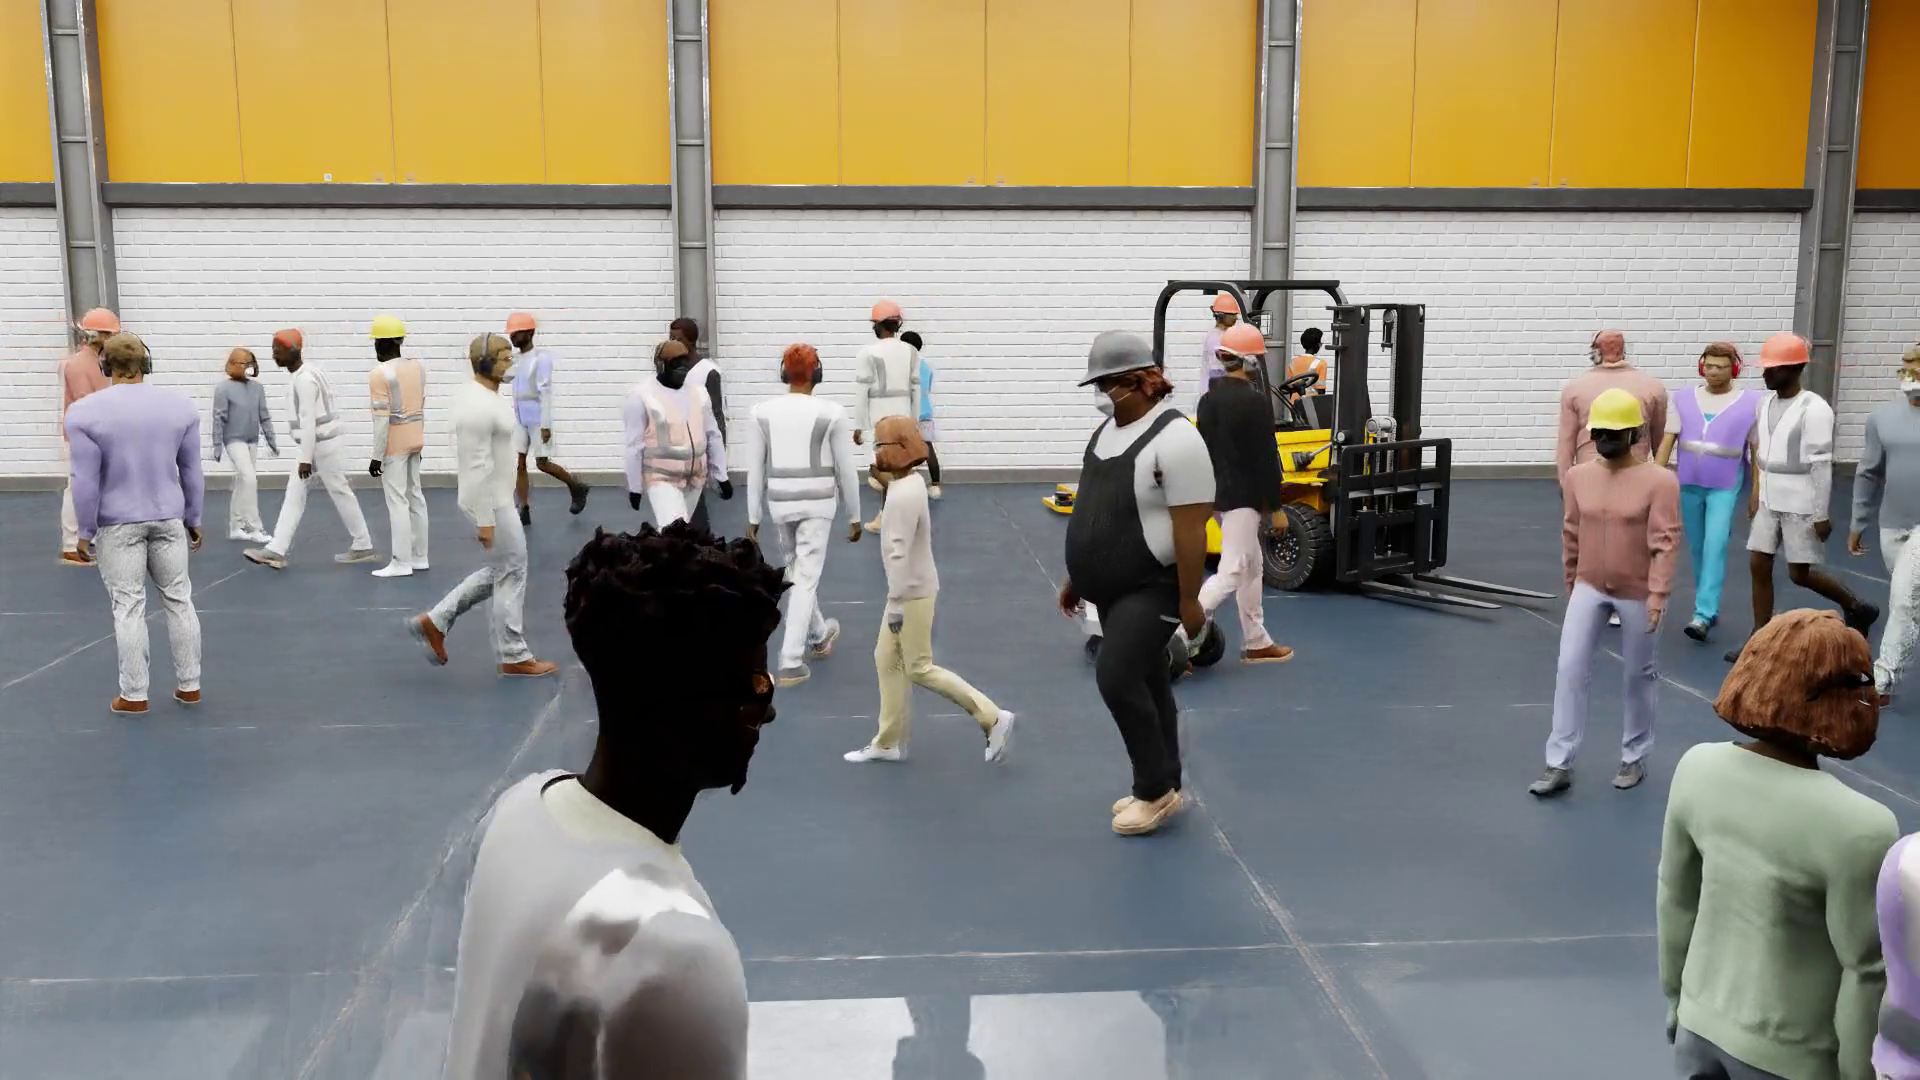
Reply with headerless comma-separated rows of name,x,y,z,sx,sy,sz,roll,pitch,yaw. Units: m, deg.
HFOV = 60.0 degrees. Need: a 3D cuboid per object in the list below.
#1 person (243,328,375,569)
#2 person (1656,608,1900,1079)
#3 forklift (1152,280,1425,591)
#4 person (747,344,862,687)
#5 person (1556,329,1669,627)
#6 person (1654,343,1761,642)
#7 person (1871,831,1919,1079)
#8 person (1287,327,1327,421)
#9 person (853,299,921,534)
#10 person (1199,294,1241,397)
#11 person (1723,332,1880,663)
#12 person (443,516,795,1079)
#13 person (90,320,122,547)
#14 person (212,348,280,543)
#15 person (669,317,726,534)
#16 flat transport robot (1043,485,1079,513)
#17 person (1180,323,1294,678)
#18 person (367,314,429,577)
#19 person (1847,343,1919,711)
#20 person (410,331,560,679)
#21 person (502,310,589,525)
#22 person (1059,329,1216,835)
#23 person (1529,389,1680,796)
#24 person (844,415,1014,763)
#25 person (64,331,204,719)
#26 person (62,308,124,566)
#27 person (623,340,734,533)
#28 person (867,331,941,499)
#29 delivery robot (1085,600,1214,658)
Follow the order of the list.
person,-4.913,-0.676,12.512,0.995,1.811,0.578,-6,11,-34
person,1.464,0.927,3.008,0.286,1.633,0.500,-3,9,-17
forklift,2.301,-0.860,12.475,1.214,2.155,2.313,-6,11,-35
person,-0.831,-0.164,9.232,0.603,1.829,0.960,3,10,18
person,4.188,-0.409,10.671,0.693,1.873,0.782,3,10,19
person,4.517,-0.288,10.123,0.579,1.797,0.939,9,13,44
person,1.448,0.957,2.094,0.975,1.880,0.583,-6,11,-33
person,3.510,-1.297,16.803,0.317,1.693,0.535,-5,10,-28
person,-0.552,-1.009,13.954,0.626,2.019,0.796,-8,12,-40
person,2.630,-1.471,16.863,0.449,2.030,0.624,2,9,11
person,4.809,-0.226,9.430,0.782,1.908,0.560,-2,9,-12
person,-0.399,0.931,2.030,0.612,1.936,0.687,-5,10,-28
person,-6.706,-0.843,13.372,0.933,1.864,0.664,2,9,10
person,-5.864,-0.779,13.771,0.671,1.604,0.523,3,10,19
person,-2.030,-0.686,12.297,0.512,1.897,0.606,-8,12,-40
flat transport robot,1.543,-0.405,15.640,1.431,0.197,0.652,-1,9,-9
person,1.475,-0.219,9.211,0.964,1.959,0.612,-3,10,-21
person,-4.142,-0.689,12.230,0.360,1.930,0.587,2,9,14
person,4.960,-0.076,8.568,1.010,1.890,0.646,-4,10,-23
person,-2.611,-0.175,9.047,0.716,1.917,0.636,-2,9,-10
person,-3.737,-1.087,14.793,0.555,1.911,0.797,7,11,37
person,0.685,0.140,6.679,0.608,2.000,0.698,-4,10,-22
person,2.730,0.242,7.016,0.534,1.735,0.799,8,12,42
person,-0.141,0.242,7.432,0.708,1.608,0.512,0,9,-2
person,-4.115,-0.074,8.350,0.630,1.936,0.366,-8,12,-43
person,-6.460,-0.766,12.619,0.926,1.946,0.619,1,9,7
person,-1.771,-0.376,10.672,0.940,1.793,0.646,8,12,43
person,-0.521,-1.234,16.489,0.876,1.649,0.551,7,12,38
delivery robot,1.059,0.408,9.356,0.707,0.478,0.477,7,11,37
